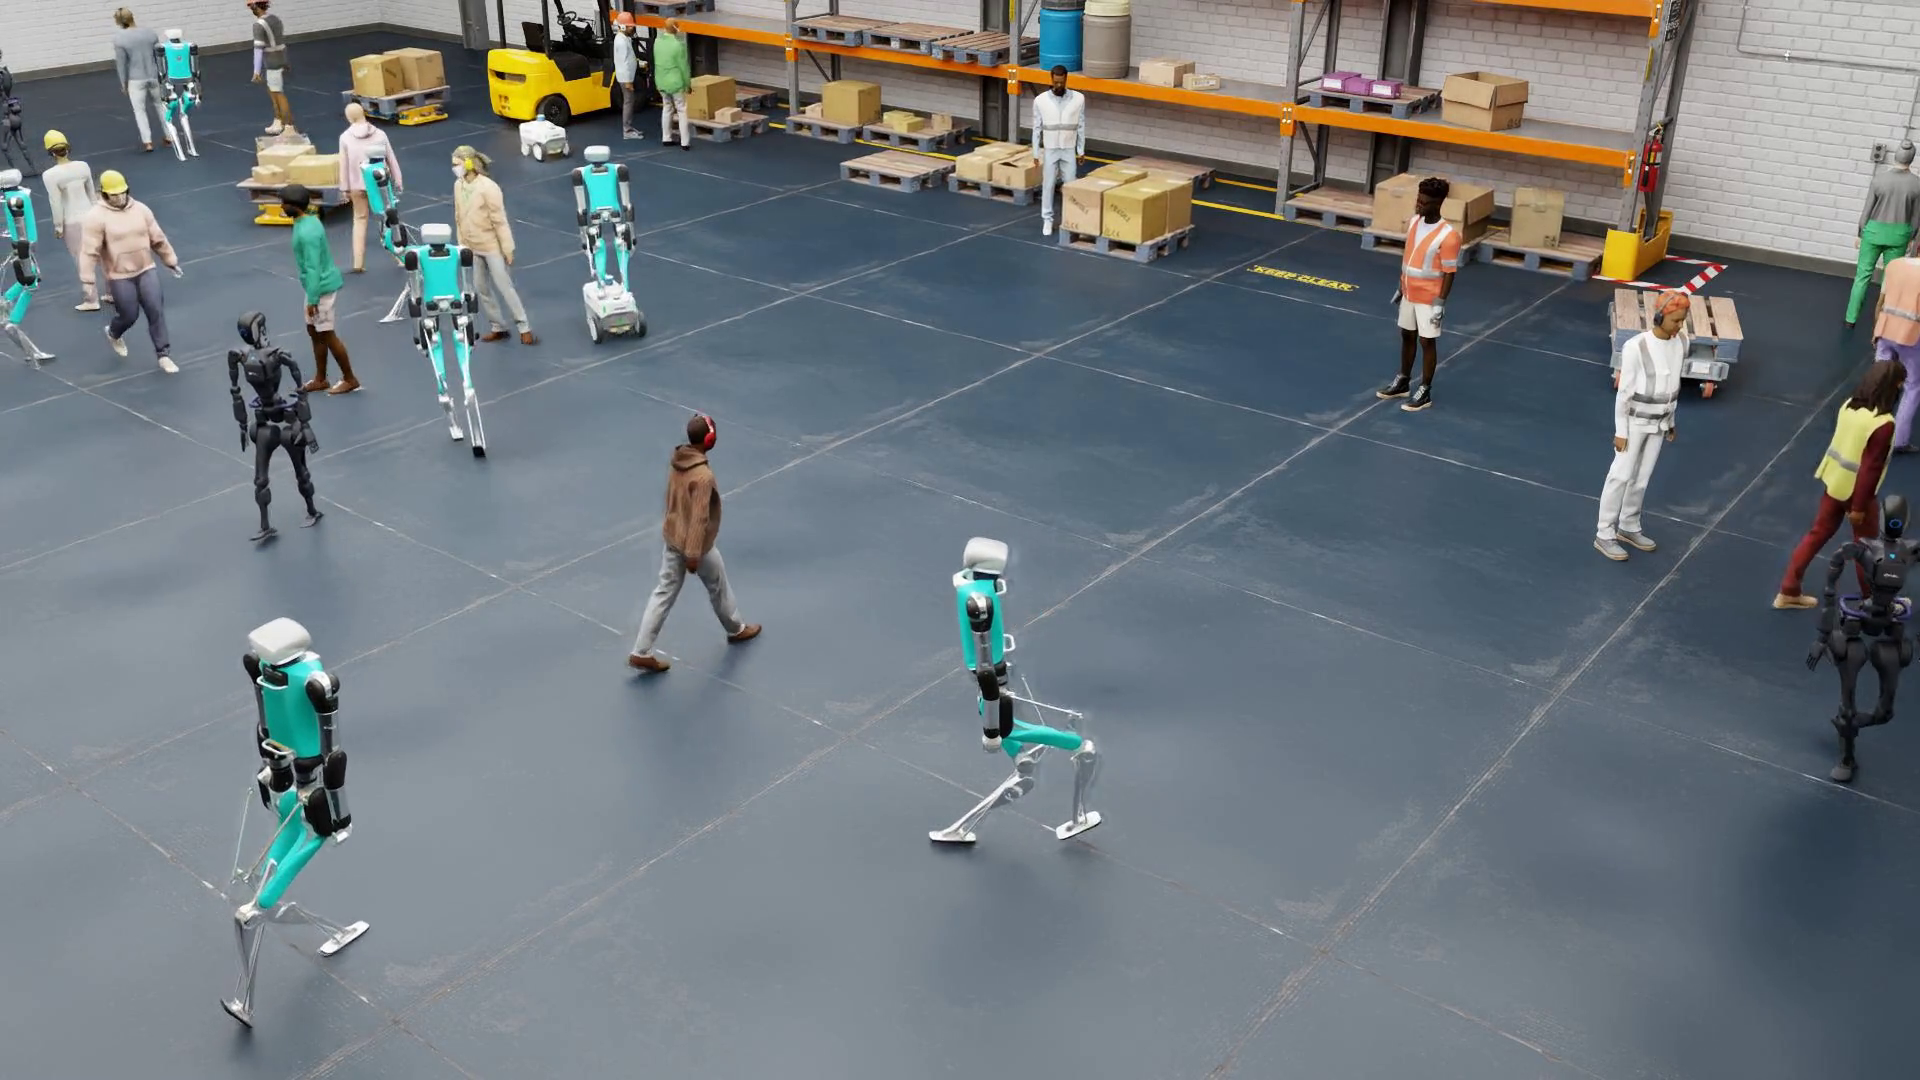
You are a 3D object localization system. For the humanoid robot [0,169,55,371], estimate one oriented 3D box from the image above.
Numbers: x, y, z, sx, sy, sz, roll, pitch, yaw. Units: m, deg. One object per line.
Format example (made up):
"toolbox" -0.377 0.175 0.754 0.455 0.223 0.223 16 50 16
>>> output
"humanoid robot" -8.466 -2.346 14.794 0.685 1.847 0.536 -11 28 -21

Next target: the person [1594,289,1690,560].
"person" 4.677 -0.788 11.345 0.573 1.886 0.357 -14 29 -27

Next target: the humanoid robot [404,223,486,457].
"humanoid robot" -3.981 -1.505 13.059 0.556 1.831 0.883 -10 28 -20

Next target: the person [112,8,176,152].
"person" -11.119 -6.292 22.713 0.571 1.917 0.675 19 32 34

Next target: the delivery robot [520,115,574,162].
"delivery robot" -5.631 -5.443 22.512 0.499 0.593 0.789 -23 34 -39

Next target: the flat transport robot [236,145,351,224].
"flat transport robot" -7.820 -4.042 19.941 0.659 0.231 1.431 2 26 4

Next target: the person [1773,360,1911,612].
"person" 5.739 -0.323 10.560 0.834 1.726 0.481 -1 26 -3

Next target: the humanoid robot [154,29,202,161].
"humanoid robot" -10.451 -5.975 22.240 0.562 1.738 0.853 -18 31 -32

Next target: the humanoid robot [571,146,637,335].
"humanoid robot" -3.294 -2.709 15.583 0.560 1.851 0.722 -5 26 -11

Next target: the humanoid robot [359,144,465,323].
"humanoid robot" -5.246 -2.988 16.121 1.015 1.774 0.530 -17 30 -31

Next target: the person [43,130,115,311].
"person" -8.683 -3.129 16.334 0.331 1.762 0.525 11 28 21

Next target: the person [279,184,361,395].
"person" -5.527 -2.109 14.169 0.549 1.843 0.531 -10 28 -20

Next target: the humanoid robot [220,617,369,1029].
"humanoid robot" -3.088 1.284 7.247 0.539 1.777 0.933 16 30 29

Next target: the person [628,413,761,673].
"person" -1.667 0.016 10.024 0.925 1.581 0.467 -21 33 -37

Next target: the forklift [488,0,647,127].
"forklift" -5.874 -7.334 24.552 1.214 2.155 2.313 19 32 34

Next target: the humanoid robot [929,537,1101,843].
"humanoid robot" 0.396 0.810 8.272 1.048 1.780 0.531 -1 26 -2

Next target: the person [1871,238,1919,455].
"person" 7.402 -1.555 13.013 0.536 1.821 0.596 -14 29 -27

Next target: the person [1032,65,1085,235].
"person" 1.117 -4.417 18.838 0.600 1.907 0.398 -2 26 -5

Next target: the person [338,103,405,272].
"person" -6.193 -3.701 17.525 0.640 1.765 0.556 -7 27 -14

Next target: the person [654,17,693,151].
"person" -3.940 -6.233 22.749 0.563 1.768 0.409 19 31 33

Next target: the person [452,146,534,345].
"person" -4.343 -2.720 15.400 0.715 1.847 0.377 13 29 26

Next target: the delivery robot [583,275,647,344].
"delivery robot" -3.319 -2.200 15.819 0.499 0.614 0.812 -12 28 -24

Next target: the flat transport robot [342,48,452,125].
"flat transport robot" -8.389 -6.411 24.848 1.431 0.231 0.659 16 30 30

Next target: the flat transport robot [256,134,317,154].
"flat transport robot" -9.055 -5.211 22.363 0.659 0.231 1.431 -12 28 -23

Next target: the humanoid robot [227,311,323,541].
"humanoid robot" -4.791 -0.791 11.608 0.596 1.638 0.633 3 26 6

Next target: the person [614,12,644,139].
"person" -4.669 -6.536 23.418 0.350 1.737 0.572 -5 26 -9

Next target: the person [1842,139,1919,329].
"person" 8.767 -2.884 15.739 0.507 1.839 0.341 11 28 22

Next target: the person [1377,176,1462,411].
"person" 3.853 -2.056 13.879 0.368 1.966 0.600 -11 28 -22

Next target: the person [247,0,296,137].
"person" -9.729 -6.648 23.336 0.641 2.009 0.719 1 26 3

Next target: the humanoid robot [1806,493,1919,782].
"humanoid robot" 4.913 0.500 8.937 0.611 1.630 0.487 6 26 12

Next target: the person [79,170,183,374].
"person" -7.389 -2.398 14.744 0.740 1.836 0.842 21 33 36

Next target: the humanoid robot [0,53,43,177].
"humanoid robot" -12.148 -5.434 21.209 0.461 1.643 0.612 -13 29 -24
